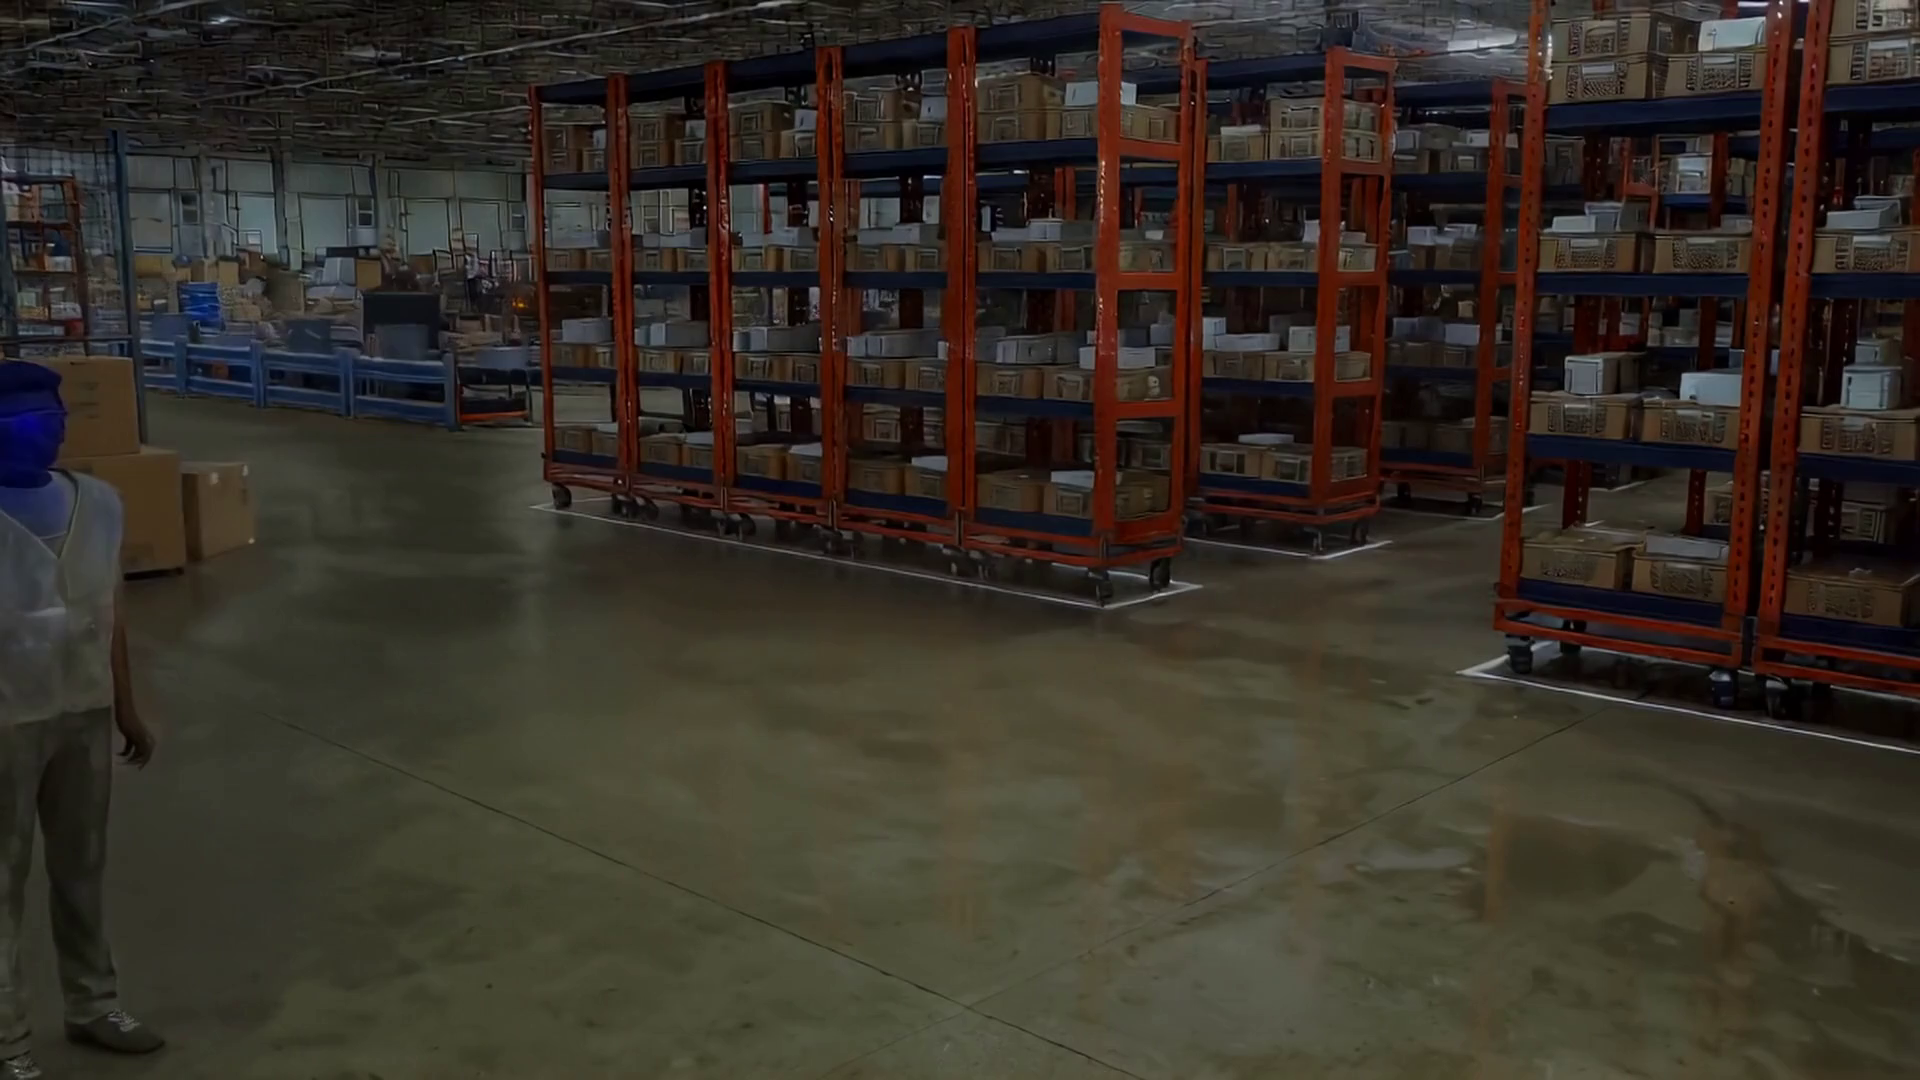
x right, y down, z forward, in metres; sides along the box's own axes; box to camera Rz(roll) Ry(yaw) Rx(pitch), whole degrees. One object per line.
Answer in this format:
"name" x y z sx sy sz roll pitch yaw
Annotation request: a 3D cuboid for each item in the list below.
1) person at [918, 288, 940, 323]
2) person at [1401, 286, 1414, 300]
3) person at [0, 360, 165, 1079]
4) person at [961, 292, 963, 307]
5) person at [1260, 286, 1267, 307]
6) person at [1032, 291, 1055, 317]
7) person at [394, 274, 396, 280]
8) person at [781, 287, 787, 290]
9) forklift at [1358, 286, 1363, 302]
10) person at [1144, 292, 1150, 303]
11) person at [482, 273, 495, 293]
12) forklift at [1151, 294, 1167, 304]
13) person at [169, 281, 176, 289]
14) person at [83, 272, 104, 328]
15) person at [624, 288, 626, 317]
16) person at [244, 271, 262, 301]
"person" -0.407 -2.438 21.987 0.872 1.877 0.652 -8 12 -41
"person" 12.635 -6.575 47.271 0.637 1.905 0.775 -8 12 -39
"person" -2.351 0.468 4.233 0.390 1.847 0.562 4 10 25
"person" -0.029 -5.642 42.219 0.537 1.666 0.564 5 11 30
"person" 9.490 -7.388 53.101 0.501 1.617 0.586 -6 11 -32
"person" 1.325 -2.991 25.574 0.527 1.808 0.620 -6 11 -34
"person" -29.399 -12.894 86.281 0.858 1.811 0.536 3 10 16
"person" -8.606 -12.049 80.750 0.996 1.911 0.635 -2 9 -10
"forklift" 11.100 -7.017 46.970 1.873 2.768 1.129 9 13 43
"person" 7.036 -9.023 62.888 0.318 1.697 0.535 1 9 3
"person" -22.504 -11.815 79.421 0.618 1.876 0.960 -3 10 -17
"forklift" 8.165 -9.517 62.296 1.873 2.768 1.129 9 13 43
"person" -27.049 -8.207 57.392 0.386 1.855 0.562 -2 10 -13
"person" -25.279 -6.772 48.192 1.075 1.987 0.629 -4 10 -24
"person" -8.278 -5.466 40.872 0.527 1.765 0.328 1 9 7
"person" -26.895 -9.234 63.276 0.622 1.990 0.402 -3 10 -20
